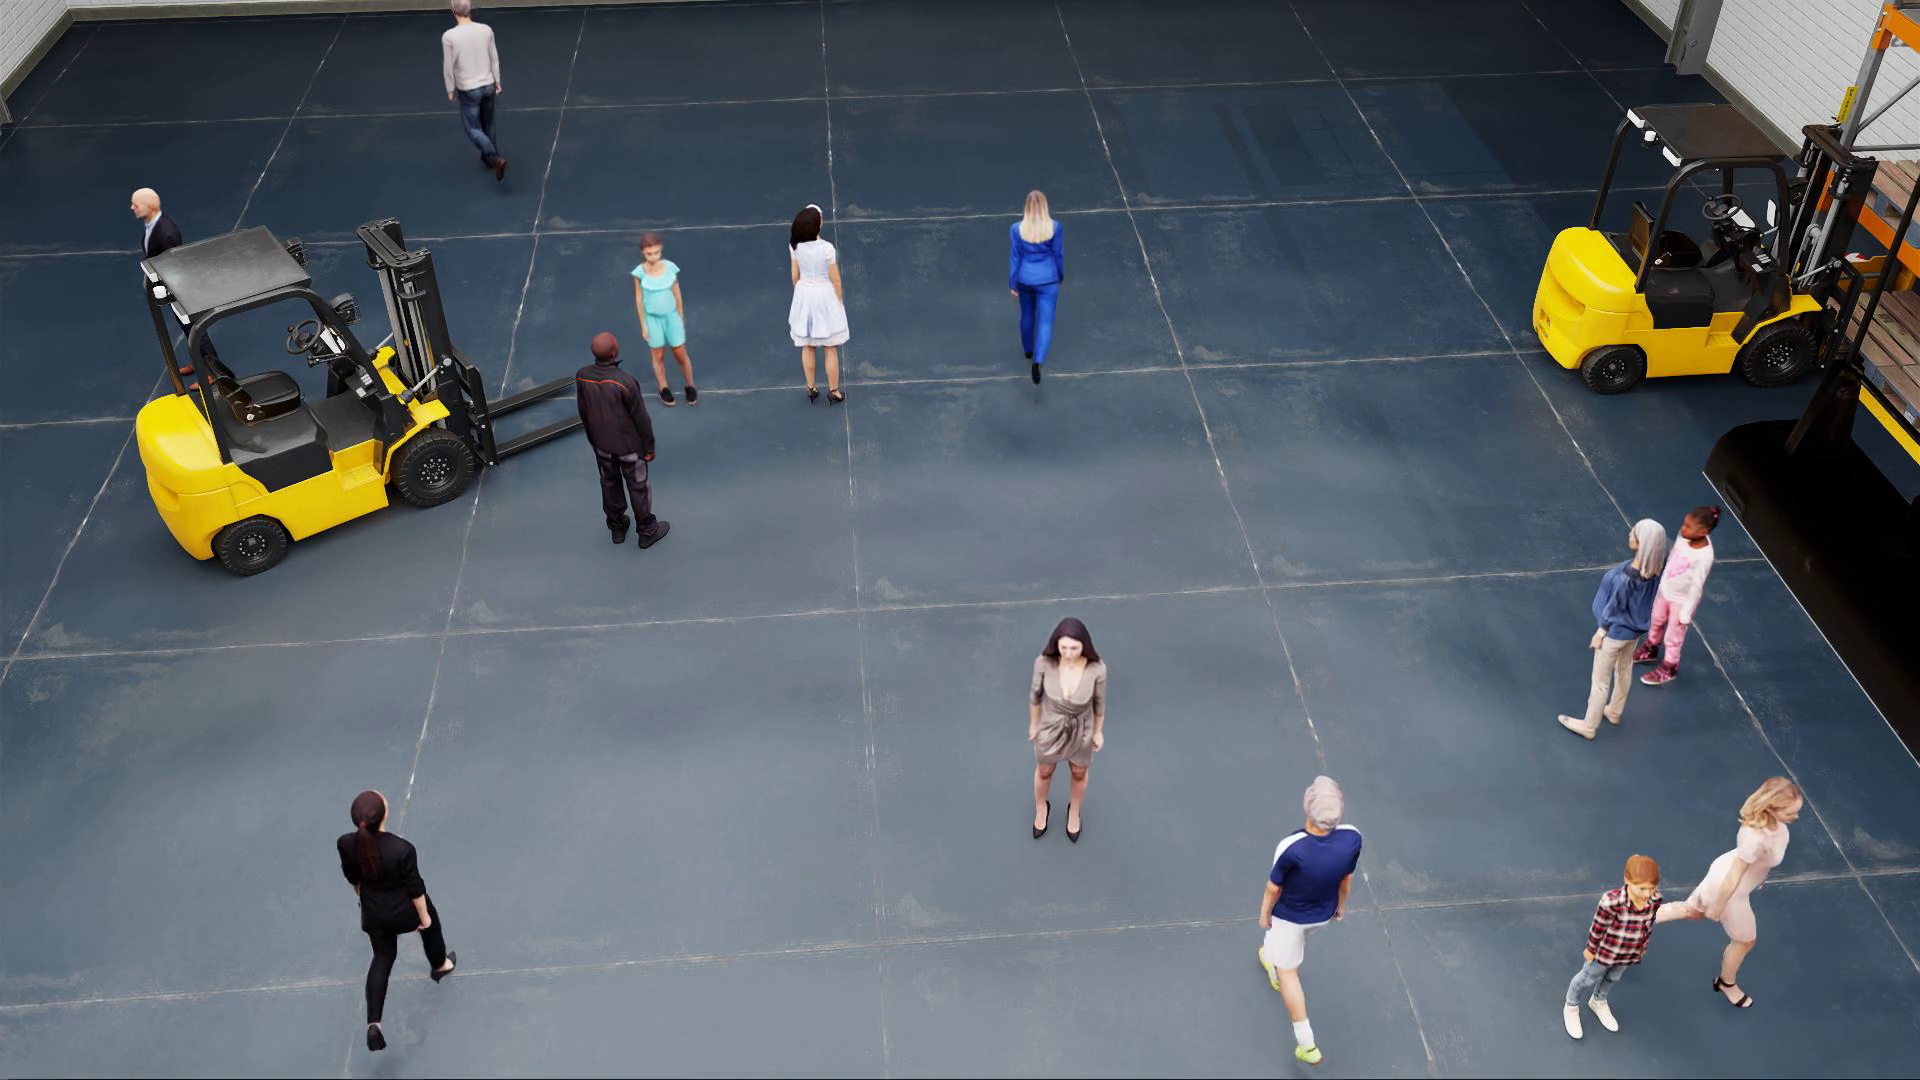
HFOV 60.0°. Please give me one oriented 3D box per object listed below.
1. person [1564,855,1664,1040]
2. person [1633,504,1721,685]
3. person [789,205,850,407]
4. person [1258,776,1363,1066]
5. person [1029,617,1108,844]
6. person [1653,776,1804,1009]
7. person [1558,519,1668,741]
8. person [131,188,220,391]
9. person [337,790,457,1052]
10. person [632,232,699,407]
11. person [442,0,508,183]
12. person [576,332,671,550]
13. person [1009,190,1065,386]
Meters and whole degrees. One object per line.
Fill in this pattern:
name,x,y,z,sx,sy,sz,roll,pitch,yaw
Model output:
person,3.543,2.170,8.995,0.537,1.305,0.530,-6,39,-7
person,4.842,0.349,11.164,0.623,1.445,0.463,-5,39,-7
person,-1.172,-1.918,13.704,0.815,1.819,0.851,11,40,14
person,1.846,2.005,8.795,0.801,1.813,1.179,-11,40,-14
person,0.638,1.127,9.949,0.643,1.745,0.582,5,39,6
person,4.076,1.844,9.021,1.036,1.783,1.092,18,42,21
person,4.258,0.570,10.684,0.710,1.698,0.735,-26,45,-29
person,-6.588,-2.133,13.987,0.841,1.800,0.730,-27,46,-29
person,-3.062,2.048,8.886,0.780,1.632,1.107,5,39,6
person,-2.518,-1.869,13.855,0.592,1.553,0.654,-10,40,-13
person,-4.910,-4.583,16.983,1.103,1.890,1.230,-27,46,-30
person,-2.511,-0.736,12.218,0.785,1.825,0.746,10,40,12
person,0.651,-2.126,14.075,0.783,1.678,1.132,5,39,6
